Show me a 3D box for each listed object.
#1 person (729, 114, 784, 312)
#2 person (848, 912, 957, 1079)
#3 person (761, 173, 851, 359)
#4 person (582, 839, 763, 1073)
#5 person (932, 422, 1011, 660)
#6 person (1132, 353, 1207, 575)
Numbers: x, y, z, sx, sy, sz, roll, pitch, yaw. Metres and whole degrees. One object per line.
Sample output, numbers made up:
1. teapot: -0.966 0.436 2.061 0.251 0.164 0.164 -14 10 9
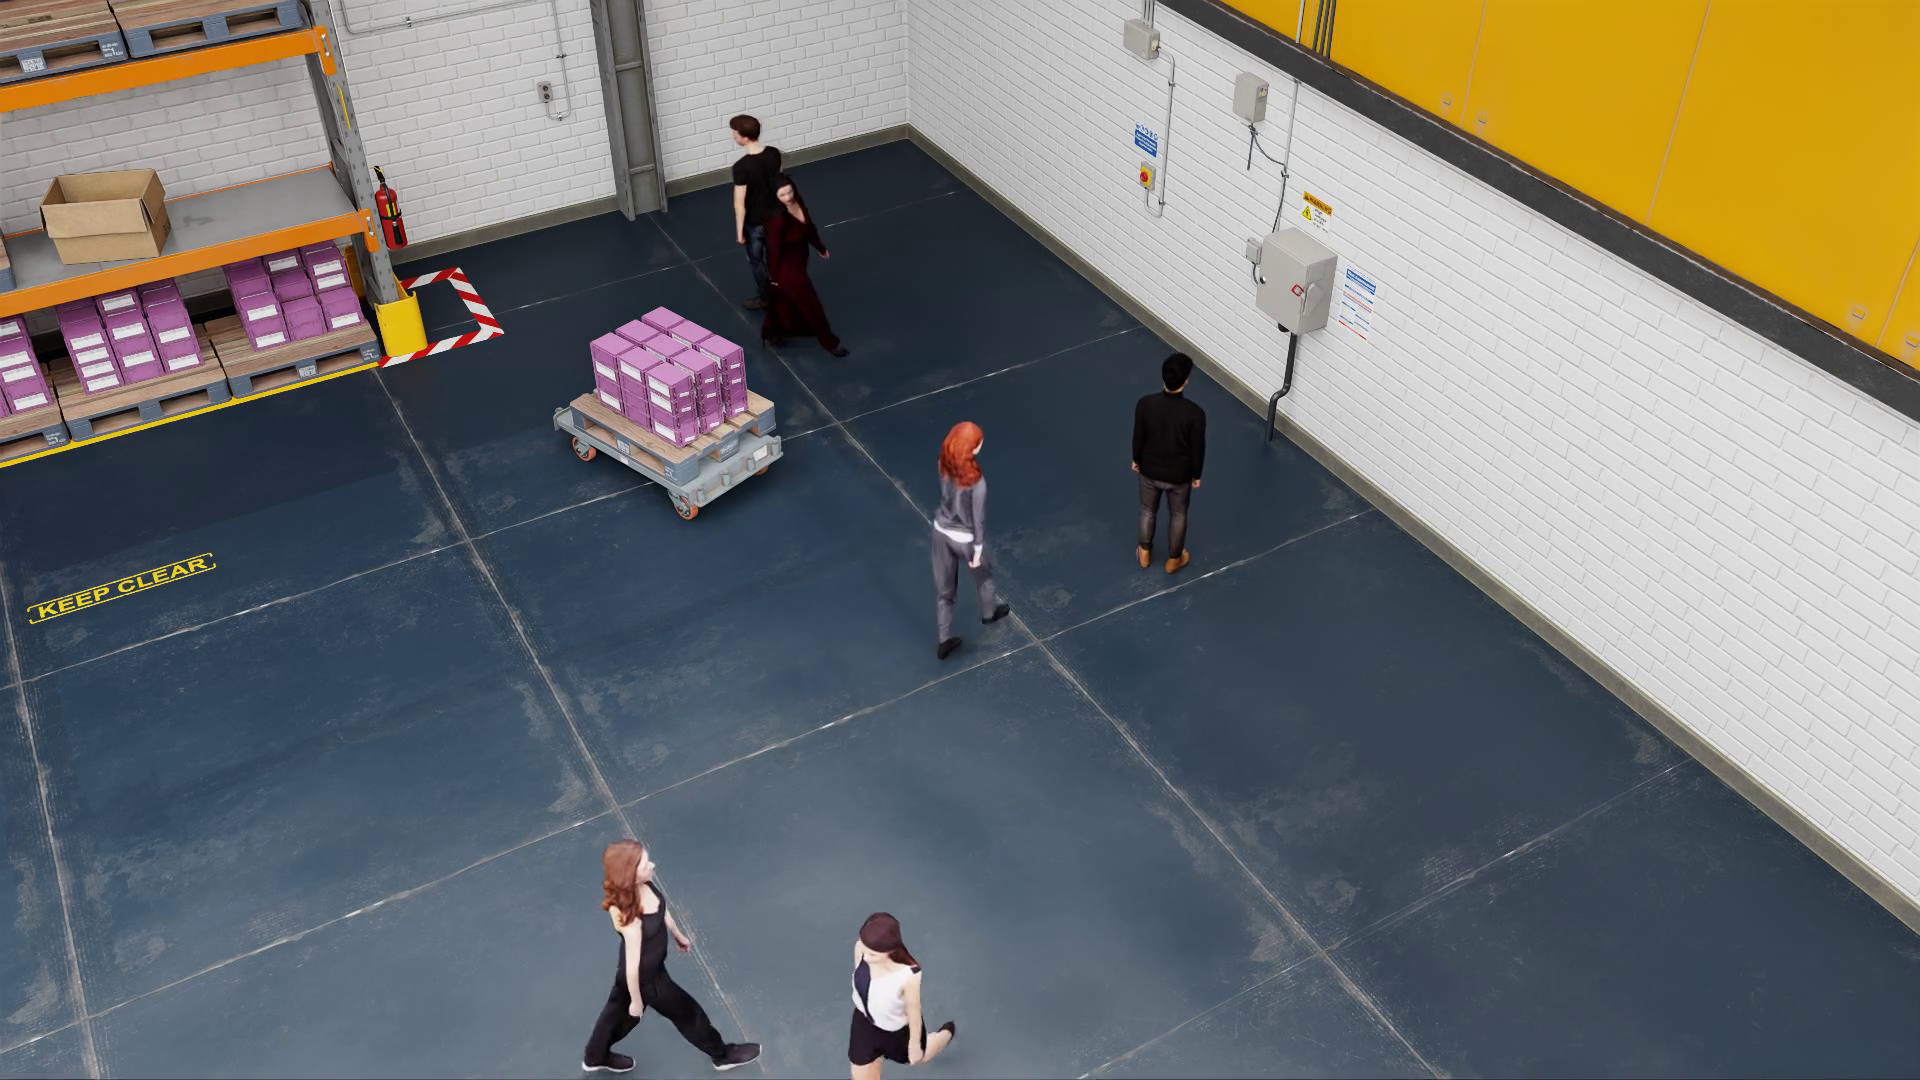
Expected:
1. person: -1.618 -2.664 13.918 0.829 1.871 0.928 -23 44 -26
2. person: -0.272 2.274 7.938 0.879 1.617 1.143 22 44 25
3. person: -1.477 -2.214 13.496 1.171 1.695 1.069 4 39 5
4. person: -1.626 2.085 8.111 1.220 1.696 0.906 -4 39 -5
5. person: -0.060 0.048 10.619 0.773 1.749 0.981 27 46 30
6. person: 1.408 -0.513 11.342 0.732 1.725 0.774 12 40 15
